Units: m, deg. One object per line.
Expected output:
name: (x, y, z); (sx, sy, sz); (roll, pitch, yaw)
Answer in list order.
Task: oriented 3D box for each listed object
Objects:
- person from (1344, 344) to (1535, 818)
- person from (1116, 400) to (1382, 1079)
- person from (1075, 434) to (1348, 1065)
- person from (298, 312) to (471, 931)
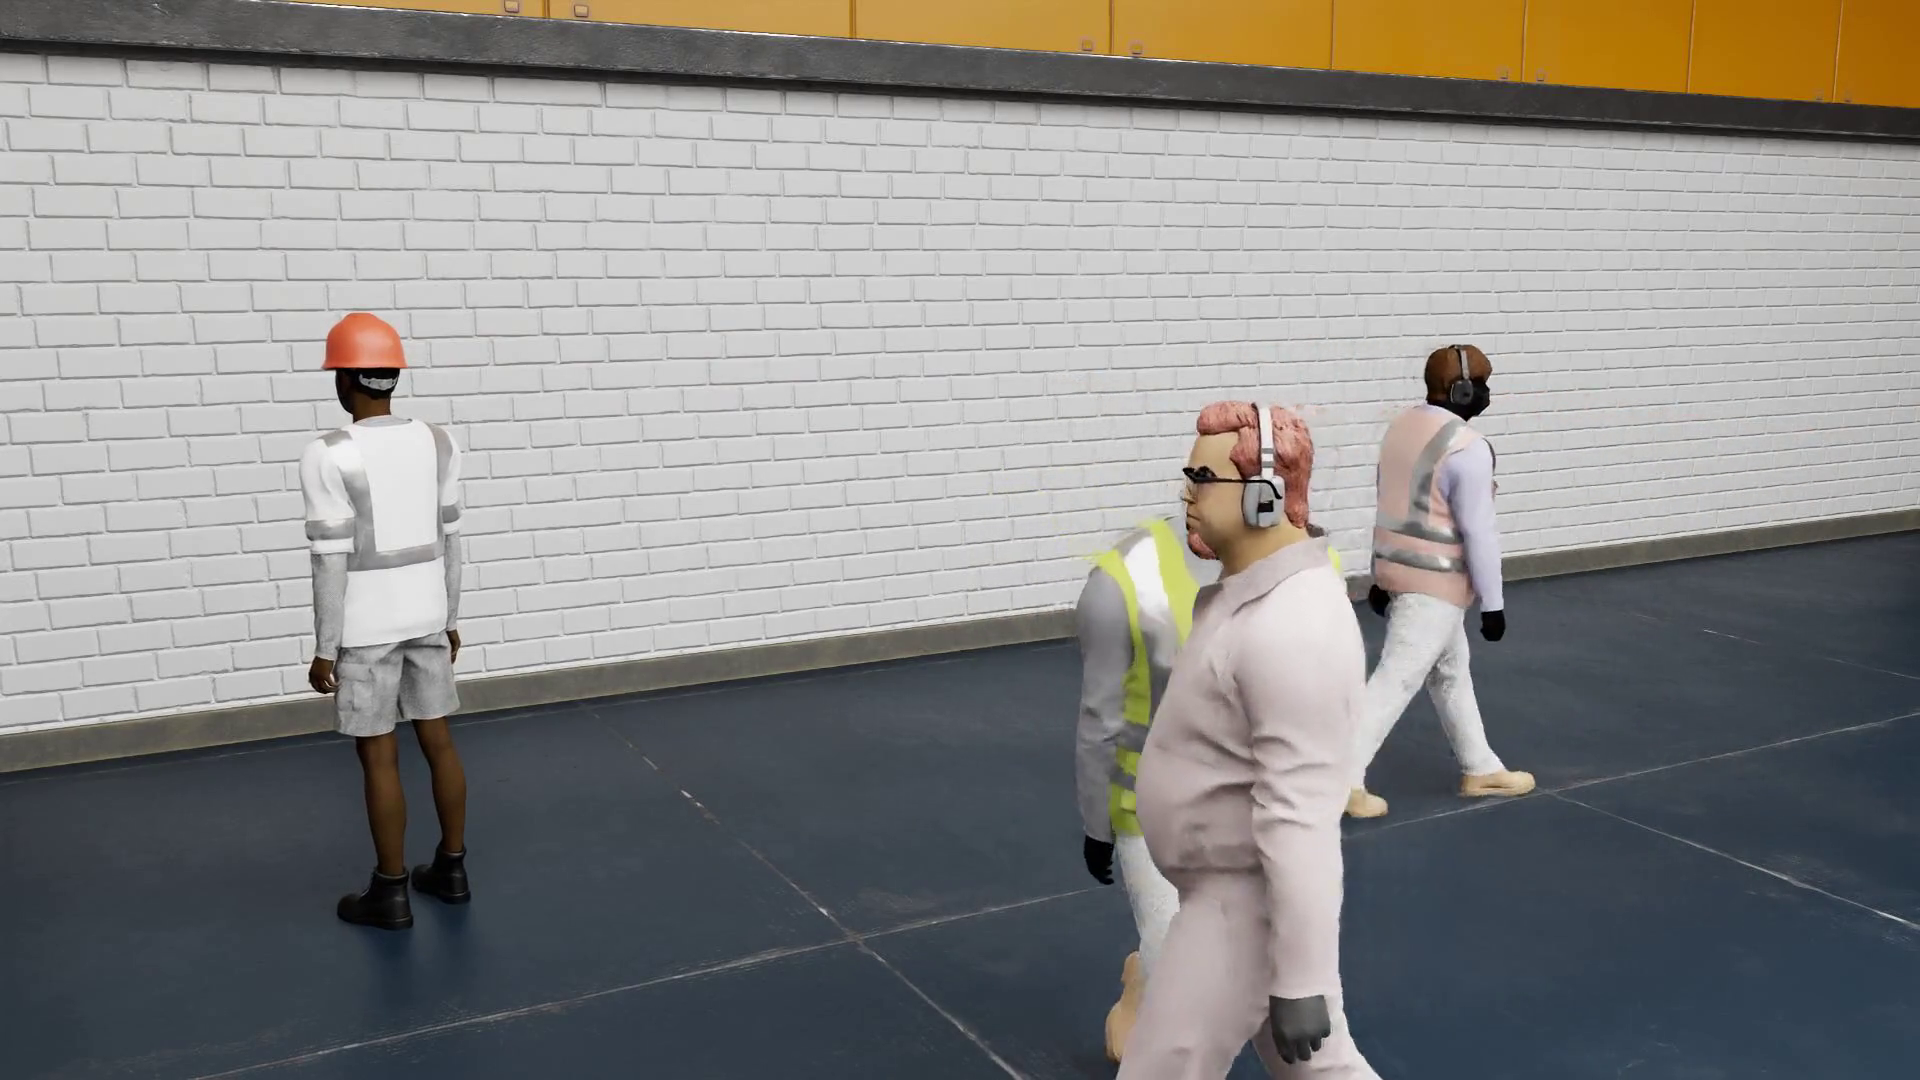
person: (1.768, 0.160, 6.267); (0.969, 1.794, 0.645); (-2, 10, -9)
person: (0.583, 0.661, 3.136); (0.978, 1.865, 0.650); (2, 10, 10)
person: (0.534, 0.583, 3.839); (0.638, 1.801, 0.794); (-3, 10, -17)
person: (-1.824, 0.258, 5.254); (0.379, 1.937, 0.548); (7, 12, 35)
